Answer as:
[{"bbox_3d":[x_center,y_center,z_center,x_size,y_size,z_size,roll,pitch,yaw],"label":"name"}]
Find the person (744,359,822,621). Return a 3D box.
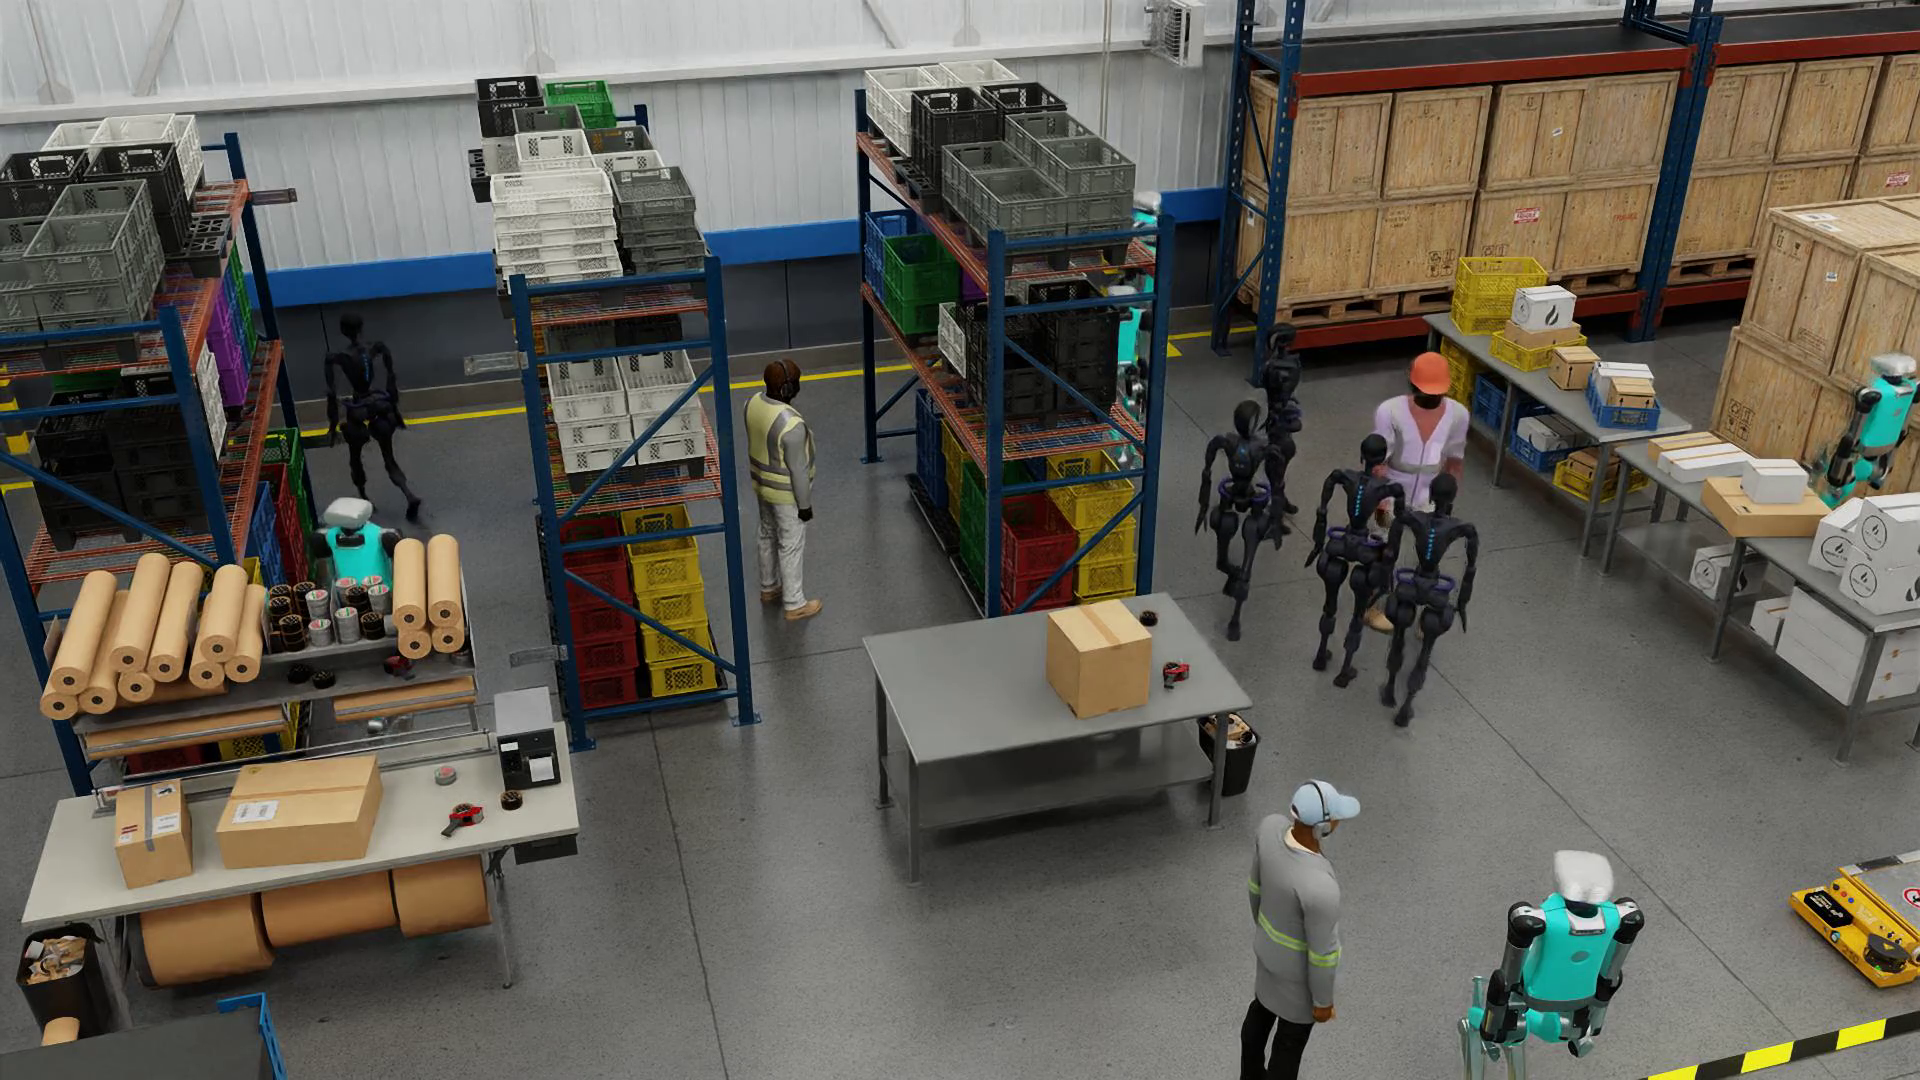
[{"bbox_3d":[-1.179,-0.346,11.172,0.431,1.835,0.622,-20,34,-32],"label":"person"}]

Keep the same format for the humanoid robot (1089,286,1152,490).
[{"bbox_3d":[1.225,-0.983,12.421,0.544,1.729,1.010,-7,29,-12],"label":"humanoid robot"}]

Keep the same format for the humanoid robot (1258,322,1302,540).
[{"bbox_3d":[2.368,-0.819,12.190,0.387,1.646,0.602,2,29,4],"label":"humanoid robot"}]

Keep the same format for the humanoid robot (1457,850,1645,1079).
[{"bbox_3d":[2.405,1.894,7.055,0.533,1.672,0.735,-2,29,-4],"label":"humanoid robot"}]

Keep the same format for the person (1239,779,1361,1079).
[{"bbox_3d":[1.473,1.804,7.235,0.385,1.850,0.596,-9,30,-17],"label":"person"}]

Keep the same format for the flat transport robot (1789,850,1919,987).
[{"bbox_3d":[5.163,1.916,8.676,1.431,0.231,0.659,-8,30,-14],"label":"flat transport robot"}]

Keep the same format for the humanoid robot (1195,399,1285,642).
[{"bbox_3d":[1.880,-0.194,11.114,0.610,1.625,0.757,12,31,20],"label":"humanoid robot"}]

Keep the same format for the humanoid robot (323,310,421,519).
[{"bbox_3d":[-4.406,-0.909,12.378,0.648,1.635,0.614,24,37,37],"label":"humanoid robot"}]

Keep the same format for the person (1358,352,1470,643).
[{"bbox_3d":[2.973,-0.292,10.873,0.609,2.023,0.452,2,29,3],"label":"person"}]

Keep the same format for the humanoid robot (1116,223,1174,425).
[{"bbox_3d":[1.279,-1.816,13.994,0.925,1.810,0.572,15,32,25],"label":"humanoid robot"}]

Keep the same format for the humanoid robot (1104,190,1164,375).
[{"bbox_3d":[1.341,-2.237,14.791,0.850,1.856,0.565,13,32,23],"label":"humanoid robot"}]

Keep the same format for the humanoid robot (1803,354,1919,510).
[{"bbox_3d":[6.184,-0.569,11.705,0.547,1.752,1.064,-10,30,-17],"label":"humanoid robot"}]

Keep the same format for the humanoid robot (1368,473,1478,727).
[{"bbox_3d":[2.789,0.357,10.075,0.603,1.644,0.368,12,31,20],"label":"humanoid robot"}]

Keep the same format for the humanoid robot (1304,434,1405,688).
[{"bbox_3d":[2.453,0.120,10.492,0.589,1.634,0.454,13,31,22],"label":"humanoid robot"}]

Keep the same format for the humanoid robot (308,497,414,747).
[{"bbox_3d":[-3.396,0.647,9.473,0.552,1.728,1.046,2,29,3],"label":"humanoid robot"}]
